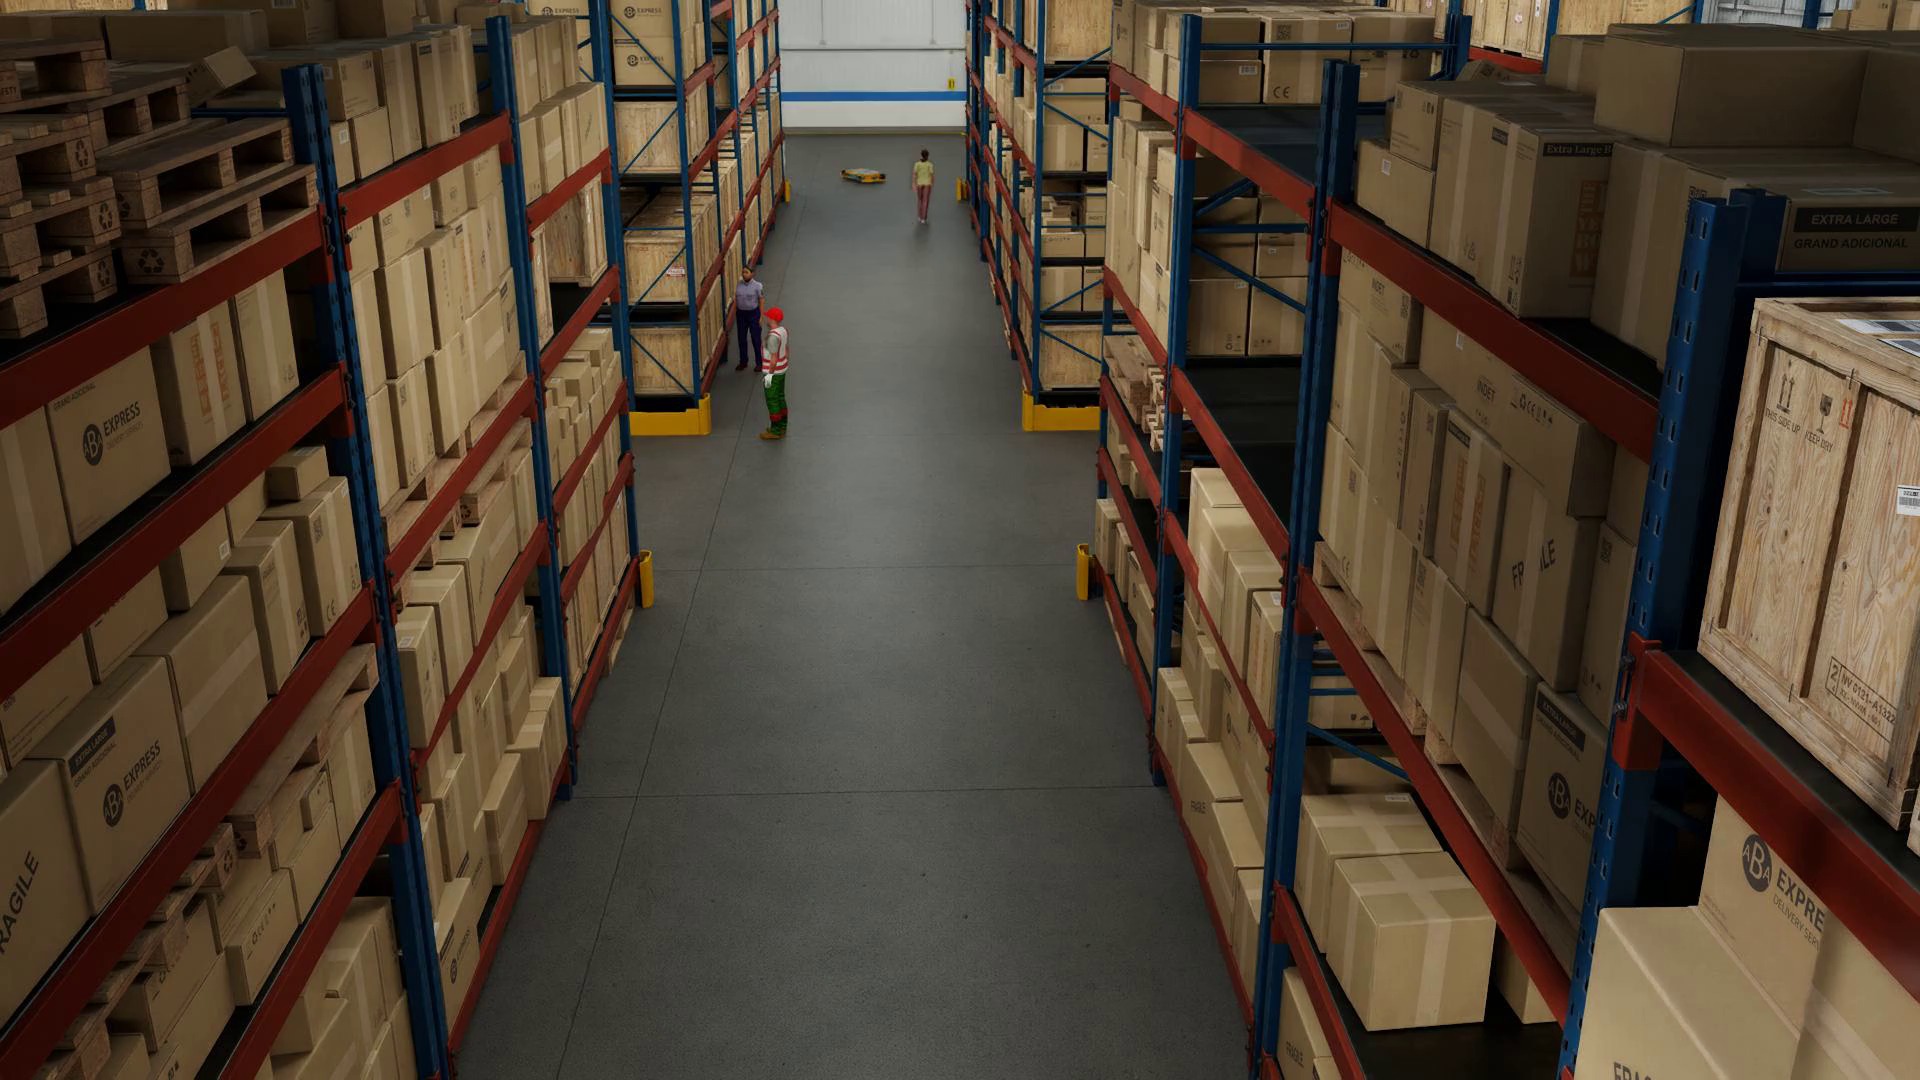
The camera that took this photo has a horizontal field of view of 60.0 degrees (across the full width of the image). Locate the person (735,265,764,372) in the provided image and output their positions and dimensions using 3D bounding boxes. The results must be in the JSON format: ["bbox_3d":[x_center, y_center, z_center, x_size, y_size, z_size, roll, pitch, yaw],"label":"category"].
[{"bbox_3d":[-3.301,-3.476,25.983,0.463,1.647,0.374,6,21,16],"label":"person"}]

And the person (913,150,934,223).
[{"bbox_3d":[-0.822,-8.265,38.741,0.474,1.649,0.770,5,21,13],"label":"person"}]

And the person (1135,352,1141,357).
[{"bbox_3d":[2.411,-1.946,21.943,0.408,1.601,0.344,-6,21,-16],"label":"person"}]

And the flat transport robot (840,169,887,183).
[{"bbox_3d":[-2.622,-9.903,45.234,0.659,0.235,1.431,-13,24,-31],"label":"flat transport robot"}]

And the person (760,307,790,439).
[{"bbox_3d":[-2.533,-2.274,22.554,0.388,1.793,0.546,5,21,13],"label":"person"}]
